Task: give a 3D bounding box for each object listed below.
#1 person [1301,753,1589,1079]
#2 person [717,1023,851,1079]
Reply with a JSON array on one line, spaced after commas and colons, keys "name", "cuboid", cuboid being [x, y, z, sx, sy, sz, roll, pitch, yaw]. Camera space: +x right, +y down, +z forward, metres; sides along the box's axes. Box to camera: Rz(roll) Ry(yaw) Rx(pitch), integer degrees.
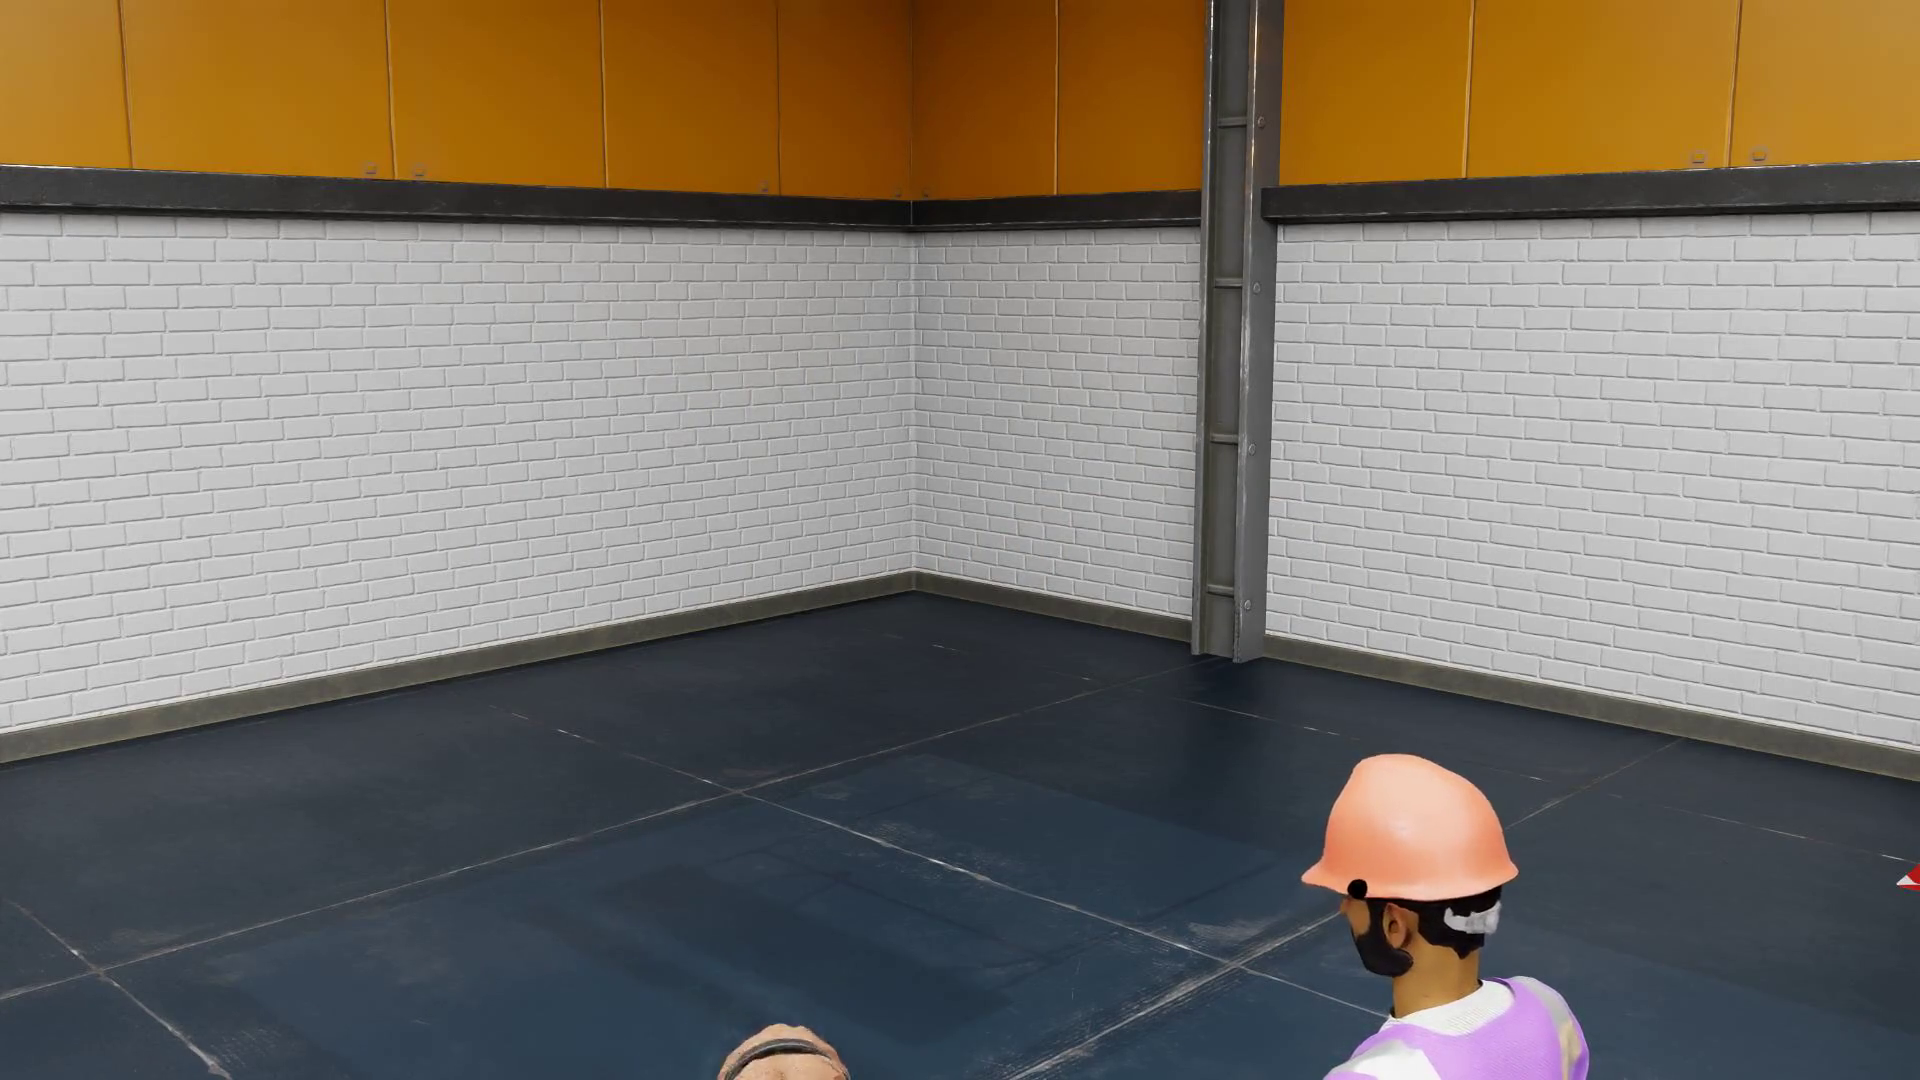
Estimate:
[{"name": "person", "cuboid": [0.648, 1.257, 2.438, 0.543, 1.933, 0.363, -9, 13, -43]}, {"name": "person", "cuboid": [-0.235, 1.444, 2.333, 0.534, 1.583, 0.903, -4, 10, -23]}]
